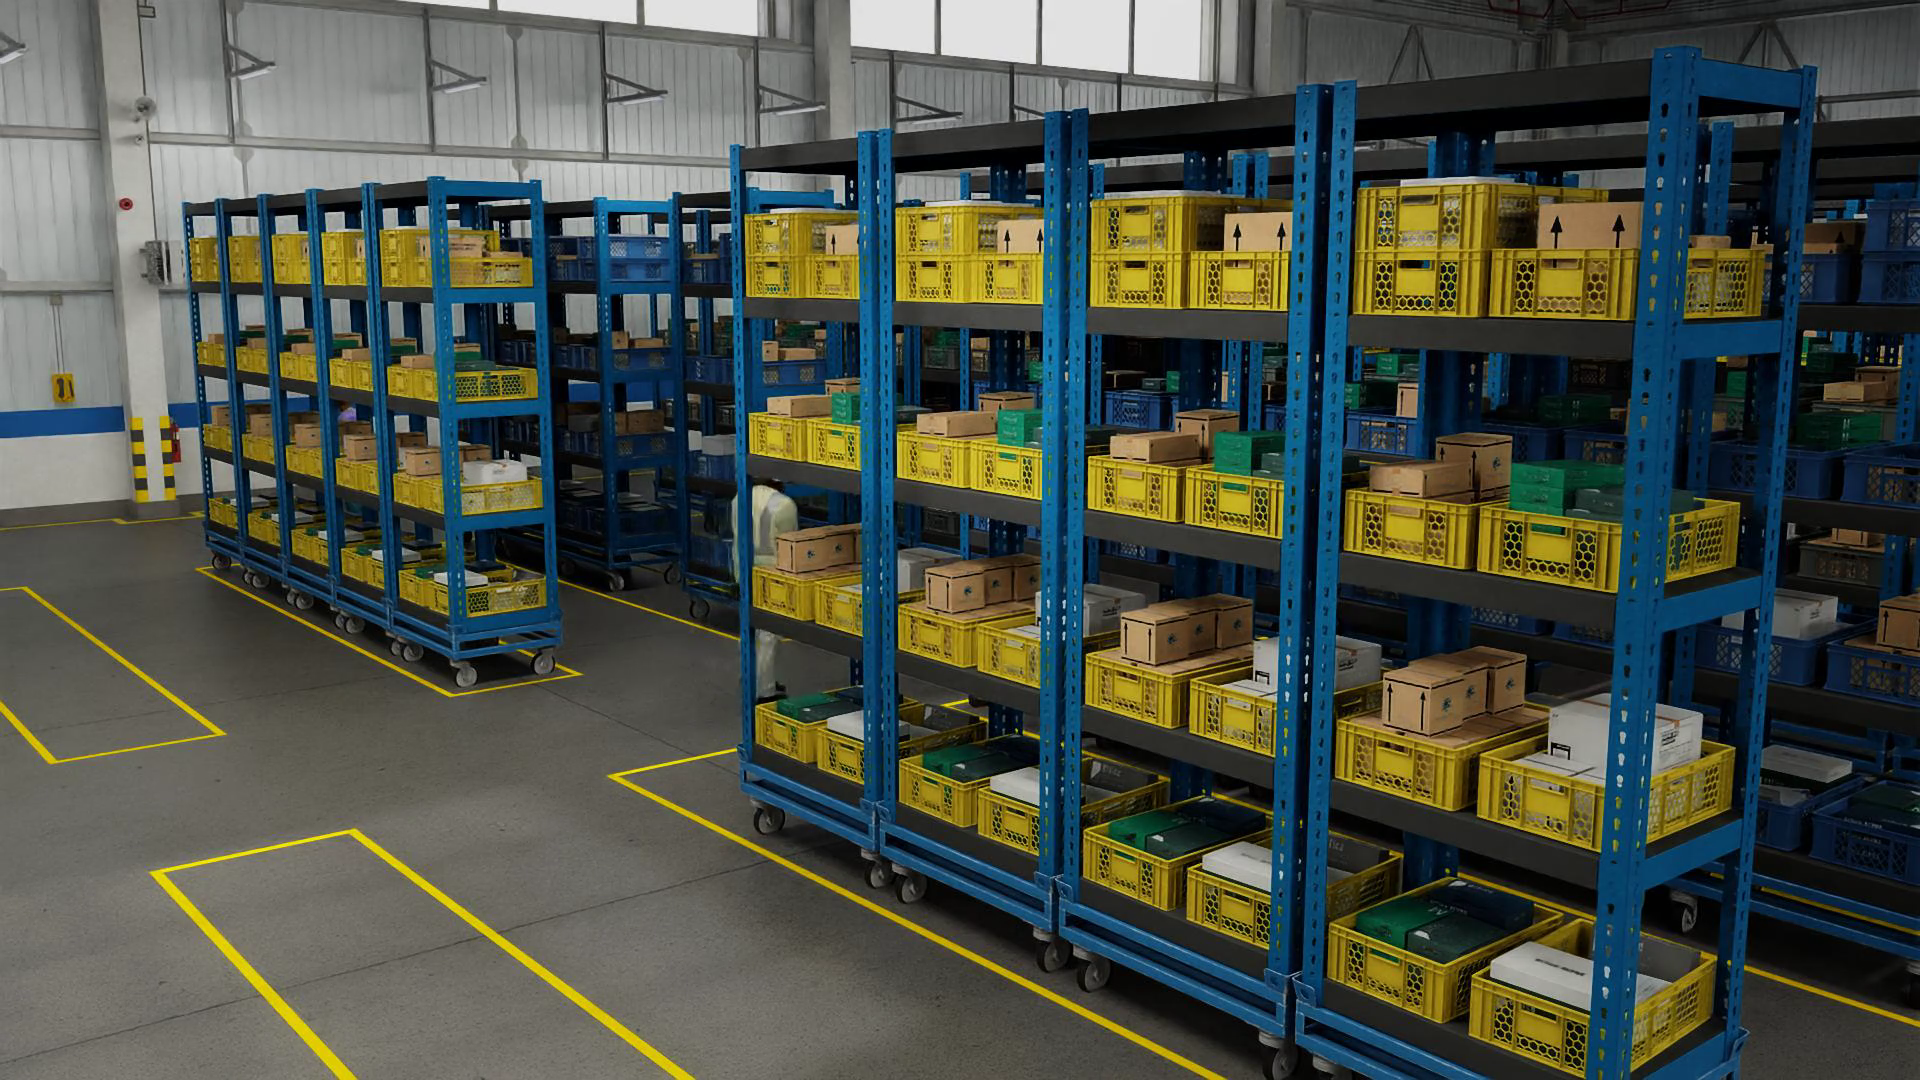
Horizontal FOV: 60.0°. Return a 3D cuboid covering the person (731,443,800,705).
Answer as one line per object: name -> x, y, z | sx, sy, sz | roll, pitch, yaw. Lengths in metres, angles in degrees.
person -> -1.238, 0.247, 11.324 | 0.539, 1.815, 0.596 | -8, 13, -41

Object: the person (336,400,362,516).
person -> -6.164, -0.692, 16.850 | 0.389, 1.850, 0.563 | -3, 10, -15
